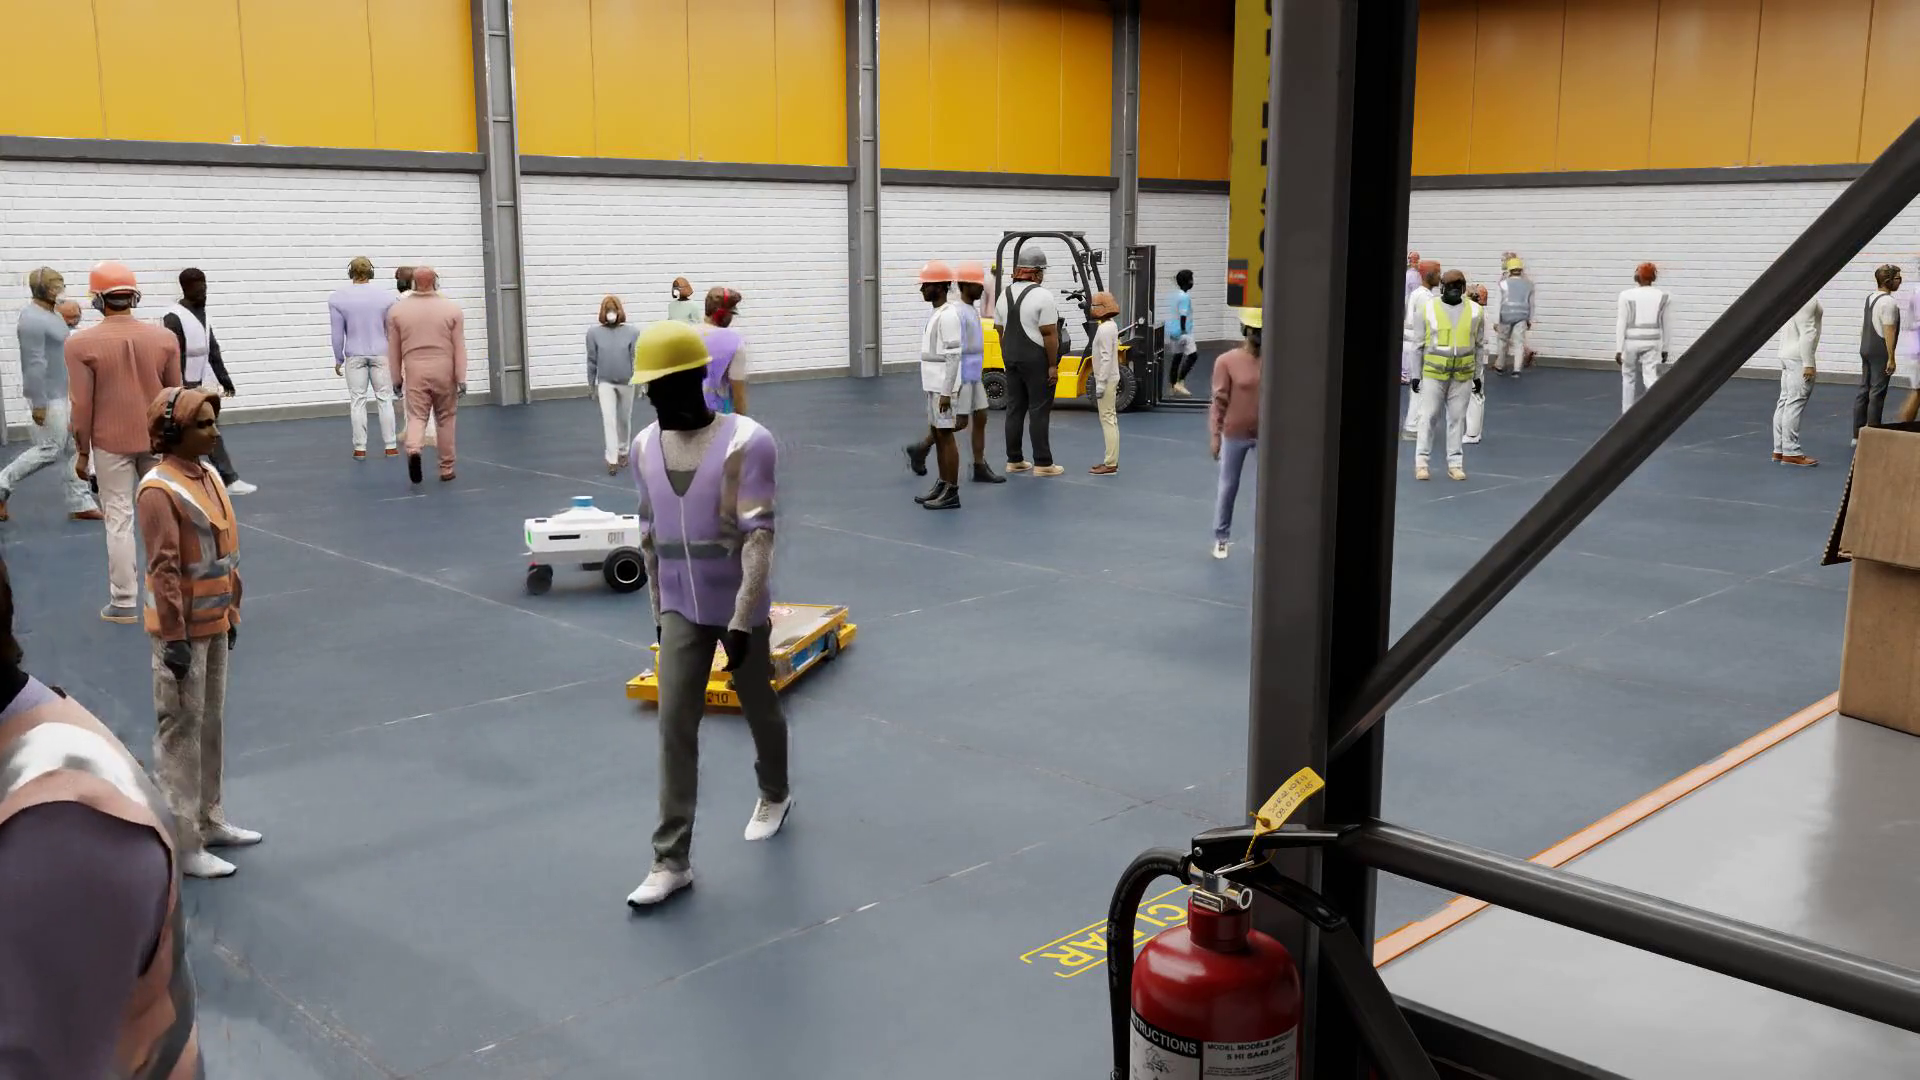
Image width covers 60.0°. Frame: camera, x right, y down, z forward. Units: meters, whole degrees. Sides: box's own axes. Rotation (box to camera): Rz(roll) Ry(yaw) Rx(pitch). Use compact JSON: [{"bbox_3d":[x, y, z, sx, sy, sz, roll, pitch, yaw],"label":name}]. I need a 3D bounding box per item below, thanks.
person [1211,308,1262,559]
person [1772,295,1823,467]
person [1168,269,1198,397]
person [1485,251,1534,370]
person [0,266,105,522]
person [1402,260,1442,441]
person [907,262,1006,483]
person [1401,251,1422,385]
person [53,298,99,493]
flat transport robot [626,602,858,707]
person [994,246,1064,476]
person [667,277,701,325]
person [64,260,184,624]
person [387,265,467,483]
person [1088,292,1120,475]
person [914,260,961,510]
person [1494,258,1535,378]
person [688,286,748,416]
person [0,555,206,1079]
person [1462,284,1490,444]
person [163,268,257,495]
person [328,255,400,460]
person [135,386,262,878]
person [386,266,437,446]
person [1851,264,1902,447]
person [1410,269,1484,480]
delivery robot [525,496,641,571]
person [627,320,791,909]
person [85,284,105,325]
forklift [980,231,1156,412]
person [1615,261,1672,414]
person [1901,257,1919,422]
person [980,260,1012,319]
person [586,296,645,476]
[{"bbox_3d":[1.876,-0.669,10.705,0.540,1.710,0.911,-1,10,-3],"label":"person"},{"bbox_3d":[7.809,-1.656,15.453,0.372,1.940,0.632,2,11,12],"label":"person"},{"bbox_3d":[2.945,-2.711,21.875,0.397,1.681,0.555,-1,10,-5],"label":"person"},{"bbox_3d":[8.680,-3.586,26.143,0.685,1.886,0.643,6,12,32],"label":"person"},{"bbox_3d":[-6.741,-1.042,12.186,0.810,1.918,0.637,-2,11,-13],"label":"person"},{"bbox_3d":[4.821,-1.962,17.376,0.420,1.880,0.606,1,10,3],"label":"person"},{"bbox_3d":[-0.025,-1.431,14.316,0.786,1.917,0.551,3,11,16],"label":"person"},{"bbox_3d":[6.401,-3.162,23.753,0.655,1.906,0.407,-10,14,-43],"label":"person"},{"bbox_3d":[-7.141,-1.136,13.446,0.554,1.622,0.383,-6,12,-28],"label":"person"},{"bbox_3d":[-1.025,0.523,8.123,0.652,0.197,1.431,3,11,14],"label":"flat transport robot"},{"bbox_3d":[0.662,-1.599,14.864,0.537,2.000,0.683,-10,14,-42],"label":"person"},{"bbox_3d":[-3.322,-2.330,19.963,0.500,1.633,0.280,6,12,31],"label":"person"},{"bbox_3d":[-4.585,-0.537,9.195,0.375,1.997,0.609,10,14,43],"label":"person"},{"bbox_3d":[-4.552,-1.401,14.233,0.657,1.886,0.740,-2,10,-8],"label":"person"},{"bbox_3d":[1.294,-1.400,14.886,0.268,1.632,0.507,2,11,12],"label":"person"},{"bbox_3d":[-0.177,-1.207,13.004,0.360,1.935,0.552,-2,11,-13],"label":"person"},{"bbox_3d":[8.345,-3.345,25.086,0.616,1.781,0.922,1,10,6],"label":"person"},{"bbox_3d":[-1.667,-0.763,10.955,0.617,1.810,0.435,3,11,16],"label":"person"},{"bbox_3d":[-1.242,0.863,2.066,0.622,1.817,0.649,8,13,37],"label":"person"},{"bbox_3d":[5.269,-1.802,17.065,0.307,1.641,0.511,5,11,25],"label":"person"},{"bbox_3d":[-6.197,-1.282,13.626,0.907,1.864,0.731,-1,10,-7],"label":"person"},{"bbox_3d":[-5.654,-1.731,15.858,0.627,1.941,0.370,-4,11,-19],"label":"person"},{"bbox_3d":[-2.575,0.301,5.600,0.311,1.638,0.521,-1,10,-6],"label":"person"},{"bbox_3d":[-5.645,-1.865,16.907,0.712,1.814,0.642,2,11,12],"label":"person"},{"bbox_3d":[9.181,-1.822,16.611,0.344,1.847,0.504,0,10,0],"label":"person"},{"bbox_3d":[4.254,-1.436,14.526,0.633,1.839,0.429,0,10,1],"label":"person"},{"bbox_3d":[-2.269,-0.022,10.065,0.707,0.478,0.477,-2,11,-13],"label":"delivery robot"},{"bbox_3d":[-0.837,0.198,5.571,0.583,1.869,1.009,4,11,19],"label":"person"},{"bbox_3d":[-8.430,-1.748,16.607,0.598,1.688,0.554,-2,11,-10],"label":"person"},{"bbox_3d":[1.222,-2.721,20.561,2.313,2.155,1.214,2,11,13],"label":"forklift"},{"bbox_3d":[7.505,-2.126,18.251,0.585,1.857,0.842,1,10,6],"label":"person"},{"bbox_3d":[9.339,-1.792,15.947,0.544,2.020,0.657,7,13,34],"label":"person"},{"bbox_3d":[0.575,-3.425,25.572,0.533,1.767,0.326,3,11,16],"label":"person"},{"bbox_3d":[-3.115,-1.413,15.082,0.512,1.589,0.841,-2,11,-12],"label":"person"}]
